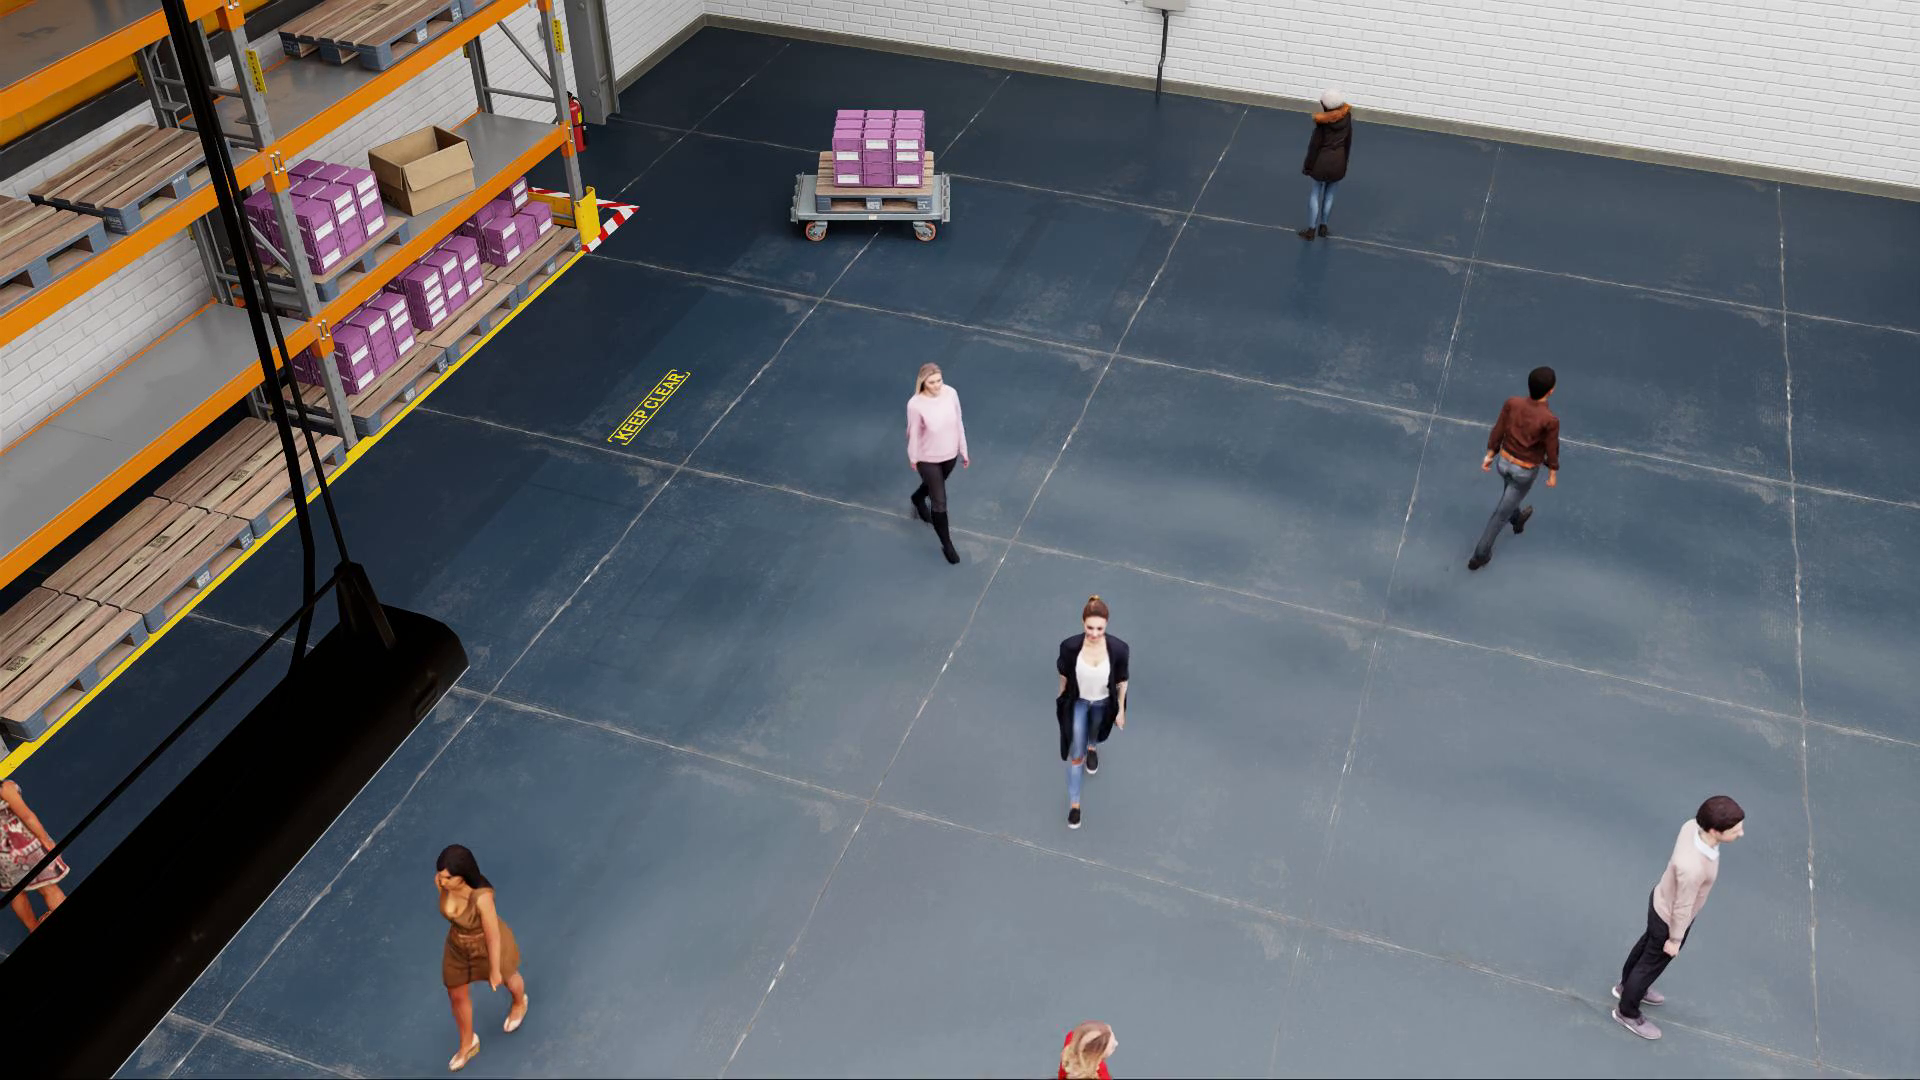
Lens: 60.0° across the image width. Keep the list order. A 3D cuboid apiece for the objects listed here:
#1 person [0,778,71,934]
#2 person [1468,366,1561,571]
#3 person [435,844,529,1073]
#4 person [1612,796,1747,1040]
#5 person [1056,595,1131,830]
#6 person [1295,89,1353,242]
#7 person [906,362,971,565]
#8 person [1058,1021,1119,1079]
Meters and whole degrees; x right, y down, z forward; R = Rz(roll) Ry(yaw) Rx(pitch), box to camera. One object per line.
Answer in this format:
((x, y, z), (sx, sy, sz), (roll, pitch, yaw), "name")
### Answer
((-5.649, 1.807, 9.885), (0.709, 1.645, 0.642), (2, 39, 2), "person")
((4.205, -0.501, 12.700), (1.202, 1.738, 1.027), (-27, 46, -29), "person")
((-2.638, 2.225, 9.344), (0.646, 1.667, 0.825), (17, 42, 20), "person")
((4.041, 2.094, 9.396), (0.696, 1.807, 0.481), (16, 41, 19), "person")
((0.871, 1.001, 10.900), (0.815, 1.638, 1.159), (3, 39, 4), "person")
((3.759, -3.852, 16.987), (0.766, 1.624, 0.804), (-2, 39, -3), "person")
((-0.221, -0.707, 13.024), (1.094, 1.656, 1.074), (-21, 43, -25), "person")
((0.528, 2.964, 8.414), (1.077, 1.673, 1.107), (-10, 40, -13), "person")
